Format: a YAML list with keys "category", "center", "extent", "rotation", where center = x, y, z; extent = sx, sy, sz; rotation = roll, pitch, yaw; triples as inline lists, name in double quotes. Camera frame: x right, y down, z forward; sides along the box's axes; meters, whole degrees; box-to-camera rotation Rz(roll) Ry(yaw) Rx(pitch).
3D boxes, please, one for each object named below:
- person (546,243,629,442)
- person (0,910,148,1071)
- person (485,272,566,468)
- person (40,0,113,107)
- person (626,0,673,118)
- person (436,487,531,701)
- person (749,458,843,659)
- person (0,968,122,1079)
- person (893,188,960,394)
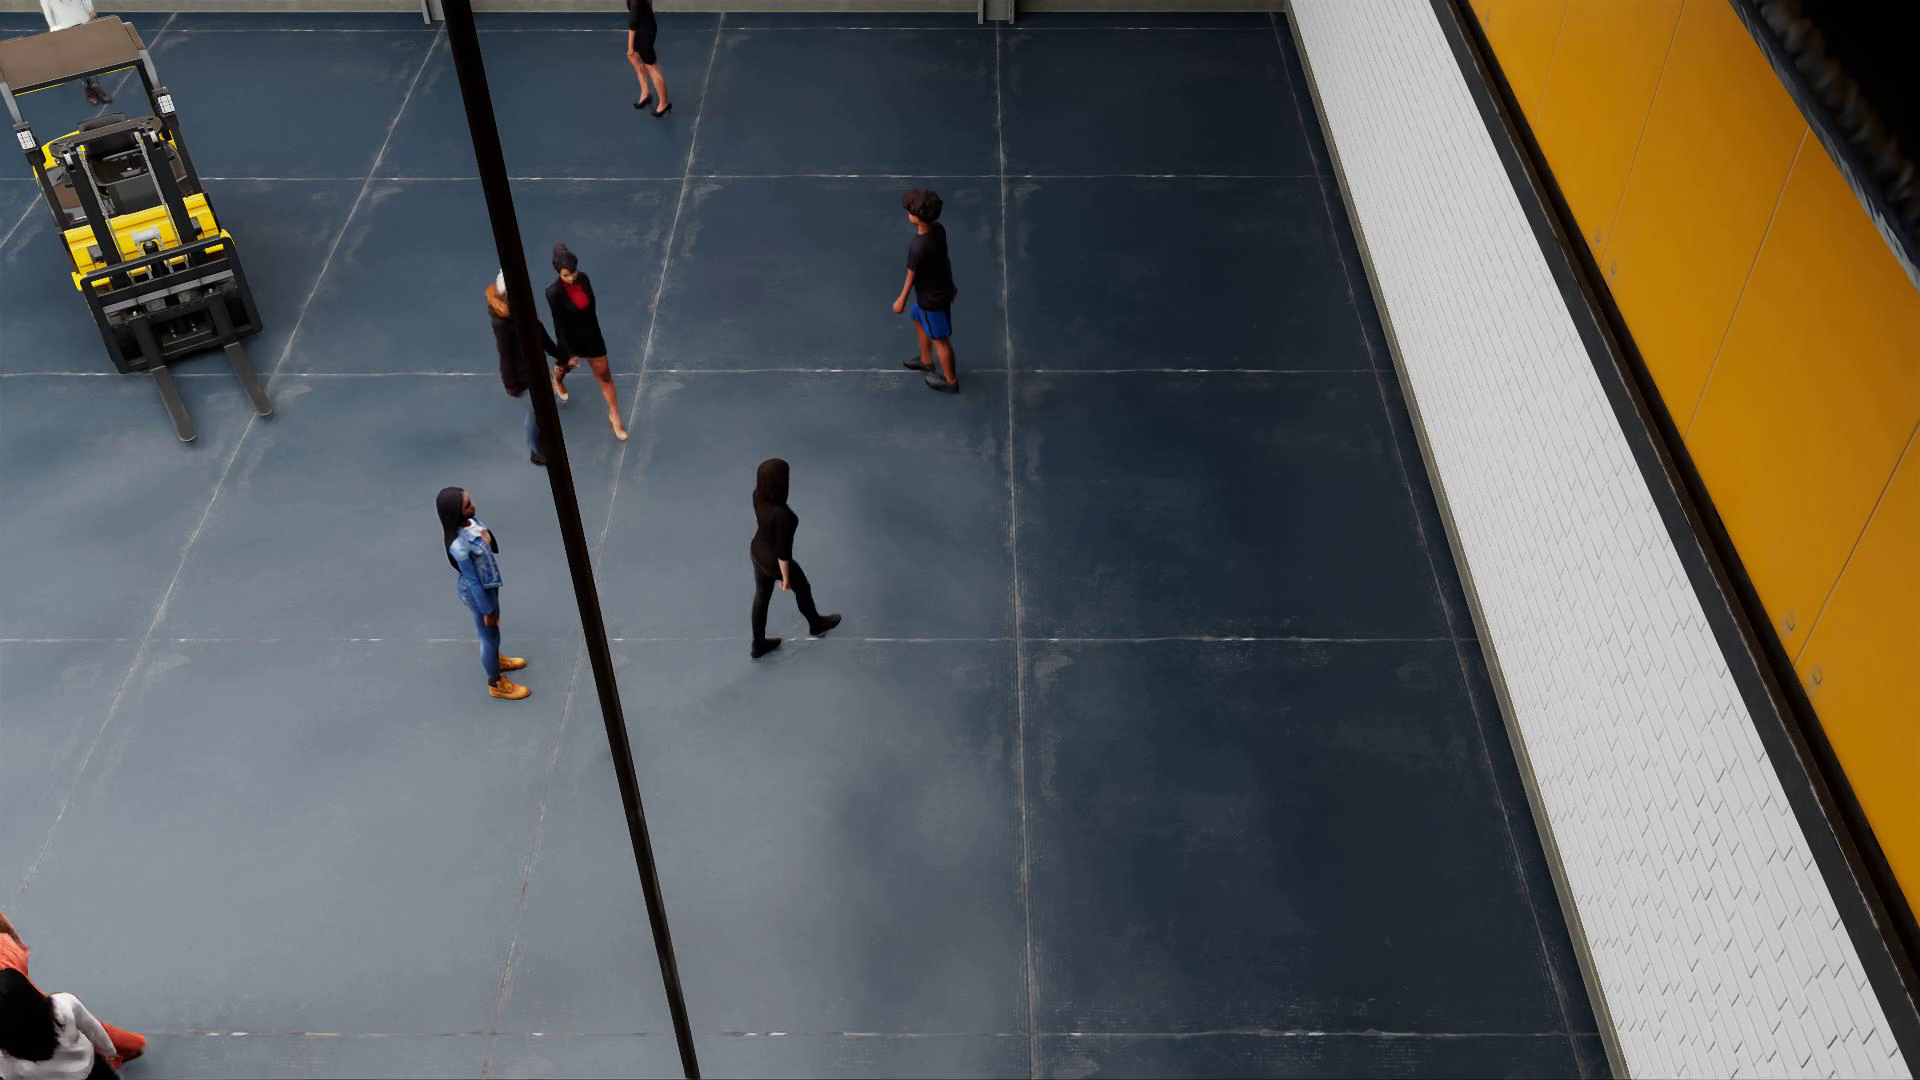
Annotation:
- category: "person"
  center: [-2.943, -1.505, 12.577]
  extent: [1.046, 1.593, 1.077]
  rotation: [-34, 53, -30]
- category: "person"
  center: [-4.807, 2.257, 8.519]
  extent: [1.324, 1.742, 0.766]
  rotation: [-5, 44, -6]
- category: "person"
  center: [-3.292, -1.311, 12.352]
  extent: [0.746, 1.623, 0.728]
  rotation: [14, 45, 14]
- category: "person"
  center: [-8.714, -5.065, 16.281]
  extent: [0.741, 1.638, 0.701]
  rotation: [26, 49, 24]
- category: "person"
  center: [-2.953, -4.831, 16.020]
  extent: [0.630, 1.660, 0.591]
  rotation: [2, 44, 2]
- category: "person"
  center: [-3.054, 0.320, 10.575]
  extent: [0.595, 1.713, 0.656]
  rotation: [-10, 44, -10]
- category: "person"
  center: [-1.273, 0.163, 10.807]
  extent: [0.988, 1.620, 0.902]
  rotation: [-32, 52, -29]
- category: "person"
  center: [-4.353, 2.658, 8.137]
  extent: [0.870, 1.690, 0.928]
  rotation: [-34, 53, -31]
- category: "person"
  center: [-0.120, -1.860, 12.825]
  extent: [0.858, 1.764, 0.733]
  rotation: [14, 45, 14]
